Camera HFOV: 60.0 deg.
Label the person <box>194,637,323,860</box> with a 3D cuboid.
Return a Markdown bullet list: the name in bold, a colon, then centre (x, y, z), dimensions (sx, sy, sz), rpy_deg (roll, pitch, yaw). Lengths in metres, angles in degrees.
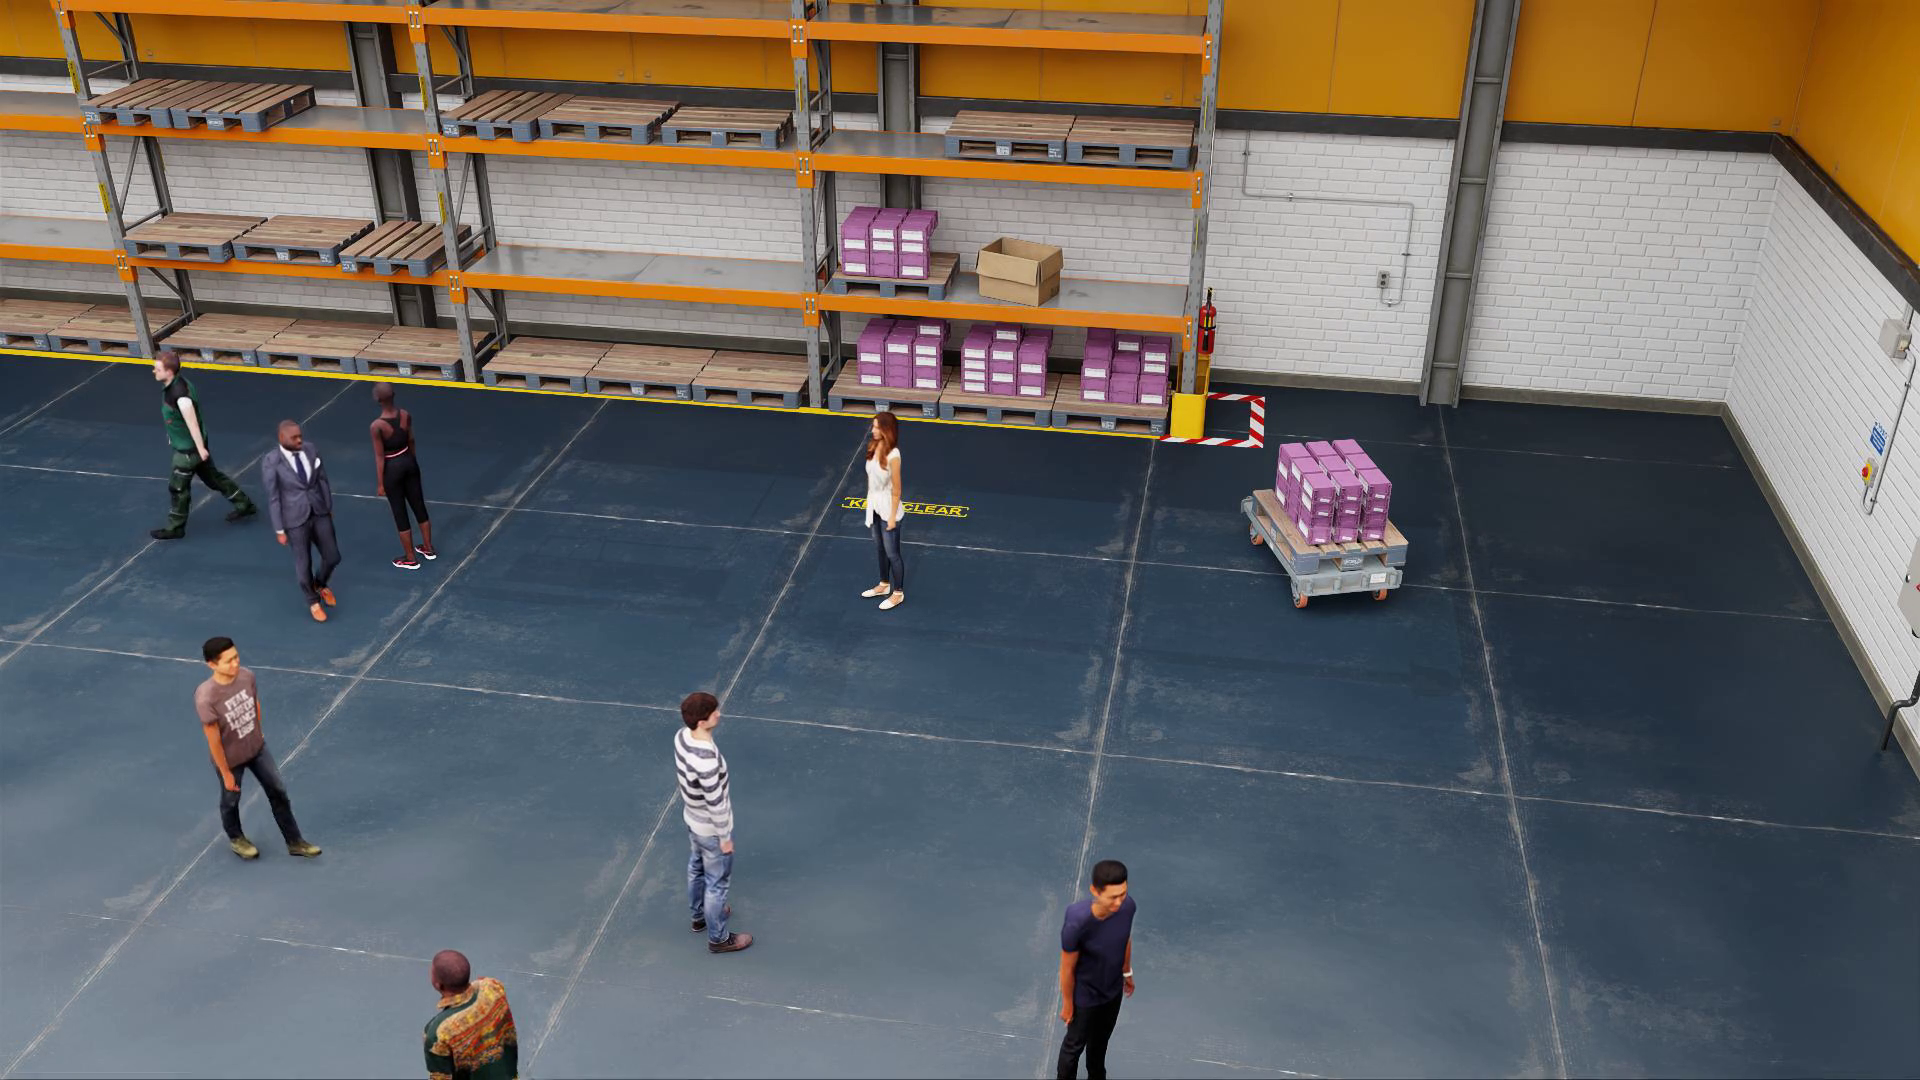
- **person**: centre (-4.891, 1.397, 11.090), dimensions (1.018, 1.747, 0.839), rpy_deg (16, 32, 27)

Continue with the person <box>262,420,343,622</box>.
- **person**: centre (-5.544, -0.204, 13.962), dimensions (0.840, 1.808, 0.834), rpy_deg (24, 37, 37)

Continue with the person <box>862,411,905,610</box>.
- **person**: centre (-0.623, -0.265, 14.096), dimensions (0.719, 1.785, 0.662), rpy_deg (-18, 33, -29)

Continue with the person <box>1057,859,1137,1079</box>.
- **person**: centre (0.736, 2.446, 9.129), dimensions (0.705, 1.784, 0.762), rpy_deg (-19, 34, -31)

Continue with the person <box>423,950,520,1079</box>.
- **person**: centre (-2.363, 2.842, 8.428), dimensions (1.275, 1.759, 1.032), rpy_deg (19, 34, 31)

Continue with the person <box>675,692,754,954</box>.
- **person**: centre (-1.577, 1.739, 10.352), dimensions (0.755, 1.853, 0.715), rpy_deg (-16, 32, -27)

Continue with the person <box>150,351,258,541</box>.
- **person**: centre (-6.968, -0.889, 15.225), dimensions (1.251, 1.800, 1.072), rpy_deg (-12, 31, -21)

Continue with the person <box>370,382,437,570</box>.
- **person**: centre (-4.946, -0.583, 14.703), dimensions (0.668, 1.763, 0.665), rpy_deg (19, 34, 30)
